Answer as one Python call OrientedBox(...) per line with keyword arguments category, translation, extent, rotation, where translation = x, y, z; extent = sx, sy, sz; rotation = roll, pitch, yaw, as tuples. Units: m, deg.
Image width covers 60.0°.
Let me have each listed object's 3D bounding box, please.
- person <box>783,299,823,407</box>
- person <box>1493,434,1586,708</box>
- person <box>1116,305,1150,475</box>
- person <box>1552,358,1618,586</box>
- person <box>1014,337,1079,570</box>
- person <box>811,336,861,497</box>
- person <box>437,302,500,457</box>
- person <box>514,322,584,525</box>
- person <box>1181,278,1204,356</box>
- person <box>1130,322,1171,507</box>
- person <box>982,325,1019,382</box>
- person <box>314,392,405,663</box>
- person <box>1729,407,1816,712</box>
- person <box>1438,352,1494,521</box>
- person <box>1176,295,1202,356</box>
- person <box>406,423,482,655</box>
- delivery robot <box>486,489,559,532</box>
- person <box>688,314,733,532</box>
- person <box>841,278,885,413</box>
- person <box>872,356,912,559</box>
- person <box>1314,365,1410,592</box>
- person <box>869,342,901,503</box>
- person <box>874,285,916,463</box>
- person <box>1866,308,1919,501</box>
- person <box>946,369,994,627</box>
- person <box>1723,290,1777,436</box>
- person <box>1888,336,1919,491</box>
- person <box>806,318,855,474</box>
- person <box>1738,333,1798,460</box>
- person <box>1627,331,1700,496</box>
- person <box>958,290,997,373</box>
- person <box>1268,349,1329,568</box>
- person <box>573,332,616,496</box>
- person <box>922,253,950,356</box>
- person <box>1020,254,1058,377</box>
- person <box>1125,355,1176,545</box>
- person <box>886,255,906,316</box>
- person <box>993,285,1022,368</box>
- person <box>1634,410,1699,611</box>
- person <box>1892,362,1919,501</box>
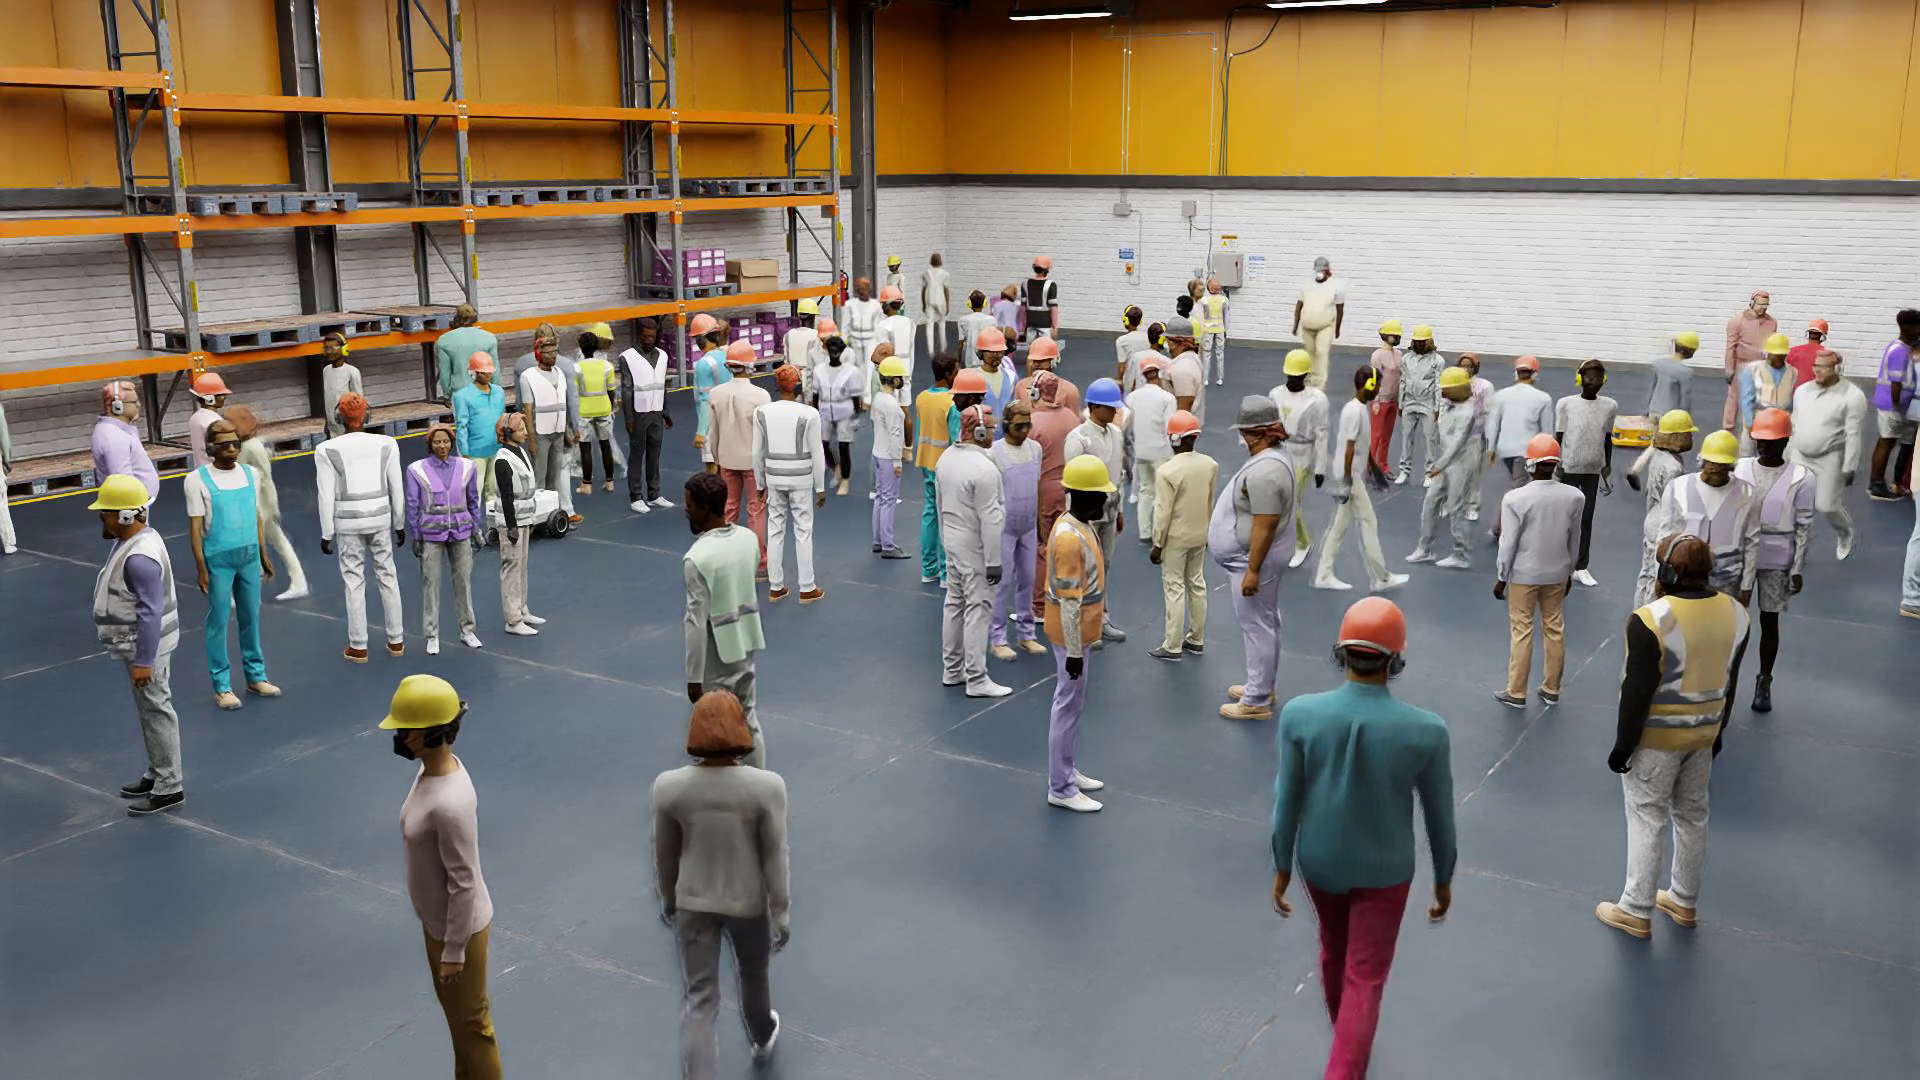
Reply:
OrientedBox(category="person", translation=(-1.700, -1.722, 18.549), extent=(0.587, 1.918, 0.396), rotation=(9, 16, 35))
OrientedBox(category="person", translation=(3.656, 0.196, 10.581), extent=(0.564, 1.752, 0.338), rotation=(-2, 13, -11))
OrientedBox(category="person", translation=(1.892, -1.652, 18.344), extent=(0.519, 1.874, 0.331), rotation=(-9, 16, -33))
OrientedBox(category="person", translation=(5.074, -0.548, 13.551), extent=(0.514, 1.875, 0.332), rotation=(0, 13, 1))
OrientedBox(category="person", translation=(0.697, -0.710, 13.985), extent=(0.608, 1.995, 0.377), rotation=(6, 14, 26))
OrientedBox(category="person", translation=(-1.272, -1.275, 17.127), extent=(0.554, 1.672, 0.378), rotation=(4, 13, 15))
OrientedBox(category="person", translation=(-5.268, -1.586, 17.911), extent=(0.629, 1.940, 0.372), rotation=(-4, 14, -17))
OrientedBox(category="person", translation=(-3.880, -1.085, 15.734), extent=(0.638, 1.938, 0.356), rotation=(4, 13, 15))
OrientedBox(category="person", translation=(3.158, -2.636, 22.671), extent=(0.326, 1.843, 0.515), rotation=(7, 15, 28))
OrientedBox(category="person", translation=(1.925, -1.254, 16.661), extent=(0.333, 1.857, 0.528), rotation=(-12, 18, -43))
OrientedBox(category="person", translation=(0.410, -1.214, 16.537), extent=(0.429, 1.837, 0.624), rotation=(2, 13, 8))
OrientedBox(category="person", translation=(-4.138, -0.087, 11.527), extent=(0.584, 1.882, 0.337), rotation=(-9, 16, -34))
OrientedBox(category="person", translation=(5.042, 0.123, 10.496), extent=(0.546, 1.939, 0.375), rotation=(10, 16, 36))
OrientedBox(category="person", translation=(4.871, -1.001, 16.053), extent=(0.521, 1.632, 0.314), rotation=(8, 15, 32))
OrientedBox(category="person", translation=(2.952, -2.364, 21.807), extent=(0.321, 1.699, 0.537), rotation=(-7, 15, -28))
OrientedBox(category="person", translation=(-3.639, -0.019, 11.766), extent=(0.513, 1.641, 0.307), rotation=(-8, 15, -31))
OrientedBox(category="delivery robot", translation=(-3.981, -0.295, 15.134), extent=(0.477, 0.478, 0.707), rotation=(6, 14, 24))
OrientedBox(category="person", translation=(-2.328, -1.085, 15.527), extent=(0.392, 2.035, 0.605), rotation=(3, 13, 15))
OrientedBox(category="person", translation=(-1.339, -2.695, 22.979), extent=(0.595, 1.843, 0.929), rotation=(2, 13, 10))
OrientedBox(category="person", translation=(-0.600, -0.721, 14.536), extent=(0.315, 1.767, 0.535), rotation=(-4, 14, -17))
OrientedBox(category="person", translation=(3.277, -0.485, 13.401), extent=(0.828, 1.820, 0.553), rotation=(1, 13, 5))
OrientedBox(category="person", translation=(-0.773, -1.190, 16.860), extent=(0.267, 1.632, 0.507), rotation=(-4, 14, -17))
OrientedBox(category="person", translation=(-0.766, -1.853, 18.839), extent=(0.397, 2.043, 0.609), rotation=(10, 17, 38))
OrientedBox(category="person", translation=(9.554, -1.391, 17.010), extent=(0.369, 1.963, 0.615), rotation=(7, 15, 27))
OrientedBox(category="person", translation=(0.078, -0.305, 12.355), extent=(0.357, 1.938, 0.543), rotation=(-1, 13, -5))
OrientedBox(category="person", translation=(9.491, -2.038, 19.952), extent=(0.639, 1.903, 0.407), rotation=(-2, 13, -9))
OrientedBox(category="person", translation=(9.871, -1.358, 17.317), extent=(0.340, 1.760, 0.525), rotation=(12, 17, 42))
OrientedBox(category="person", translation=(-1.424, -1.571, 18.289), extent=(0.576, 1.736, 0.355), rotation=(3, 13, 12))
OrientedBox(category="person", translation=(7.997, -1.183, 16.530), extent=(0.573, 1.782, 0.934), rotation=(0, 13, 2))
OrientedBox(category="person", translation=(7.241, -1.280, 17.025), extent=(0.483, 1.729, 0.566), rotation=(-4, 14, -19))
OrientedBox(category="person", translation=(0.222, -2.153, 20.550), extent=(0.508, 1.860, 0.334), rotation=(1, 13, 2))
OrientedBox(category="person", translation=(2.773, -0.664, 13.998), extent=(0.425, 1.900, 0.649), rotation=(-9, 16, -35))
OrientedBox(category="person", translation=(-3.812, -1.305, 17.222), extent=(0.541, 1.696, 0.315), rotation=(-10, 16, -36))
OrientedBox(category="person", translation=(-0.424, -4.149, 29.369), extent=(0.516, 1.796, 0.979), rotation=(2, 13, 8))
OrientedBox(category="person", translation=(1.201, -3.214, 24.742), extent=(0.614, 2.041, 0.390), rotation=(8, 15, 31))
OrientedBox(category="person", translation=(1.760, -0.800, 15.005), extent=(0.392, 1.705, 0.660), rotation=(-11, 17, -39))
OrientedBox(category="person", translation=(-1.153, -4.159, 29.472), extent=(0.339, 1.761, 0.524), rotation=(-9, 16, -34))
OrientedBox(category="person", translation=(0.670, -2.999, 24.779), extent=(0.531, 1.596, 0.389), rotation=(-10, 17, -38))
OrientedBox(category="person", translation=(4.948, -0.046, 11.652), extent=(0.292, 1.746, 0.493), rotation=(2, 13, 8))
OrientedBox(category="person", translation=(9.819, -1.236, 16.951), extent=(0.319, 1.686, 0.539), rotation=(-5, 14, -22))
